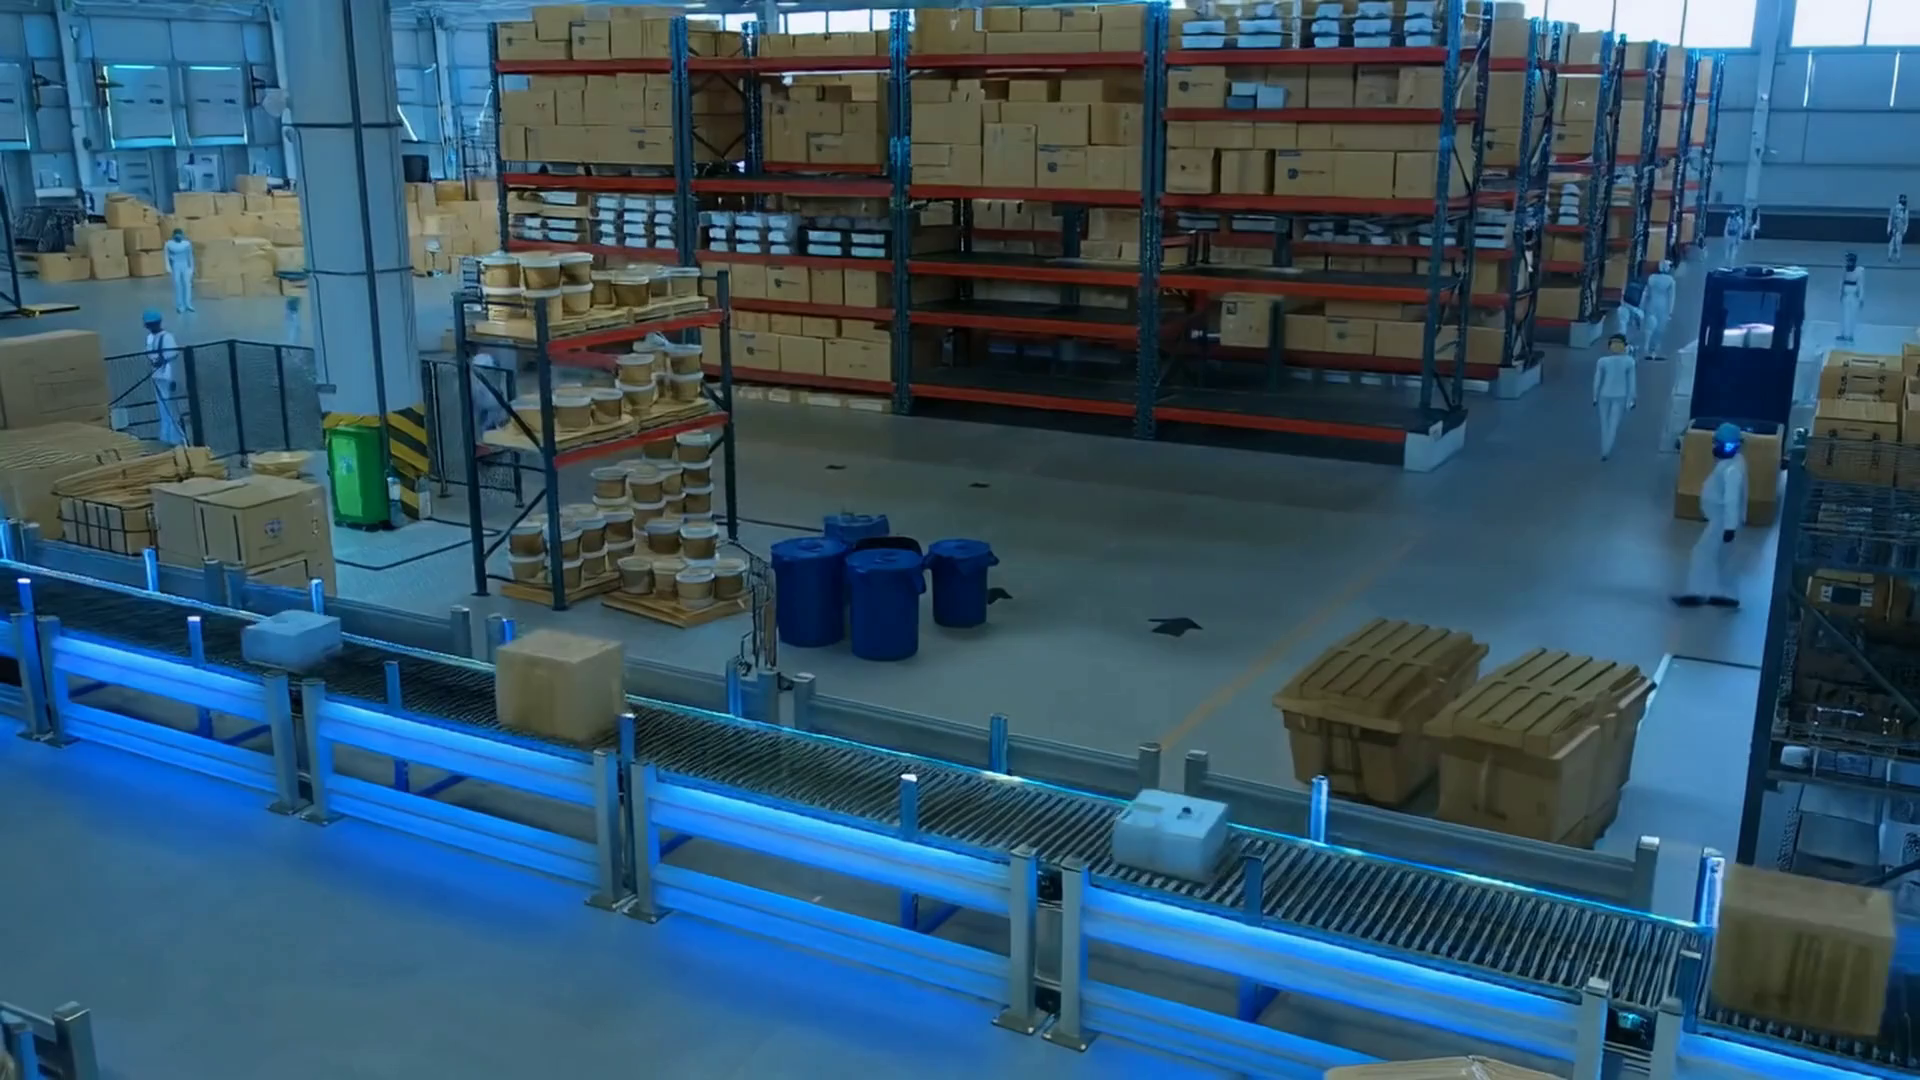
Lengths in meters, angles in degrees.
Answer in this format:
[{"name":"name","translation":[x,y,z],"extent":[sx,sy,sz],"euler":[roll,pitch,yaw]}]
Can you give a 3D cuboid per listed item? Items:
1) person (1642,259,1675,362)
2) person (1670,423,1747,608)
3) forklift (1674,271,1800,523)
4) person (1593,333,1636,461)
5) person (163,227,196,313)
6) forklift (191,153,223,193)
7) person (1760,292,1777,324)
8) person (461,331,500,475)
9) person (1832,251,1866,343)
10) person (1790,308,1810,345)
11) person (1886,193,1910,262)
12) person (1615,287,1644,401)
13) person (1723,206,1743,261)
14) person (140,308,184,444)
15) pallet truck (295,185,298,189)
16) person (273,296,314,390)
[{"name":"person","translation":[13.111,-4.298,31.145],"extent":[0.398,1.899,0.649],"euler":[-6,16,-23]},{"name":"person","translation":[7.235,-0.236,16.024],"extent":[0.743,1.806,0.626],"euler":[6,16,23]},{"name":"forklift","translation":[9.269,-1.763,19.726],"extent":[1.129,2.768,1.873],"euler":[8,17,27]},{"name":"person","translation":[8.903,-1.950,22.676],"extent":[0.533,1.730,0.925],"euler":[9,17,29]},{"name":"person","translation":[-17.912,-6.199,38.208],"extent":[0.632,1.940,0.372],"euler":[-14,20,-42]},{"name":"forklift","translation":[-27.850,-12.924,61.683],"extent":[1.873,2.768,1.129],"euler":[8,17,28]},{"name":"person","translation":[14.639,-3.911,30.191],"extent":[0.266,1.631,0.507],"euler":[14,20,42]},{"name":"person","translation":[-6.272,-1.757,21.558],"extent":[0.646,1.905,0.566],"euler":[4,15,15]},{"name":"person","translation":[18.055,-4.920,33.653],"extent":[0.429,1.819,0.840],"euler":[0,15,-1]},{"name":"person","translation":[12.858,-2.753,25.724],"extent":[0.370,1.683,0.554],"euler":[-10,18,-32]},{"name":"person","translation":[28.286,-9.423,50.128],"extent":[0.379,2.044,0.607],"euler":[-11,18,-35]},{"name":"person","translation":[10.902,-3.199,27.115],"extent":[0.429,1.844,0.626],"euler":[13,19,39]},{"name":"person","translation":[23.414,-9.292,50.390],"extent":[0.533,1.654,0.878],"euler":[8,17,27]},{"name":"person","translation":[-11.372,-2.333,23.674],"extent":[0.547,1.938,0.379],"euler":[9,17,31]},{"name":"pallet truck","translation":[-26.804,-14.617,69.738],"extent":[1.885,1.965,0.823],"euler":[-14,20,-42]},{"name":"person","translation":[-11.214,-3.302,27.961],"extent":[0.837,1.603,0.526],"euler":[-4,16,-16]}]
